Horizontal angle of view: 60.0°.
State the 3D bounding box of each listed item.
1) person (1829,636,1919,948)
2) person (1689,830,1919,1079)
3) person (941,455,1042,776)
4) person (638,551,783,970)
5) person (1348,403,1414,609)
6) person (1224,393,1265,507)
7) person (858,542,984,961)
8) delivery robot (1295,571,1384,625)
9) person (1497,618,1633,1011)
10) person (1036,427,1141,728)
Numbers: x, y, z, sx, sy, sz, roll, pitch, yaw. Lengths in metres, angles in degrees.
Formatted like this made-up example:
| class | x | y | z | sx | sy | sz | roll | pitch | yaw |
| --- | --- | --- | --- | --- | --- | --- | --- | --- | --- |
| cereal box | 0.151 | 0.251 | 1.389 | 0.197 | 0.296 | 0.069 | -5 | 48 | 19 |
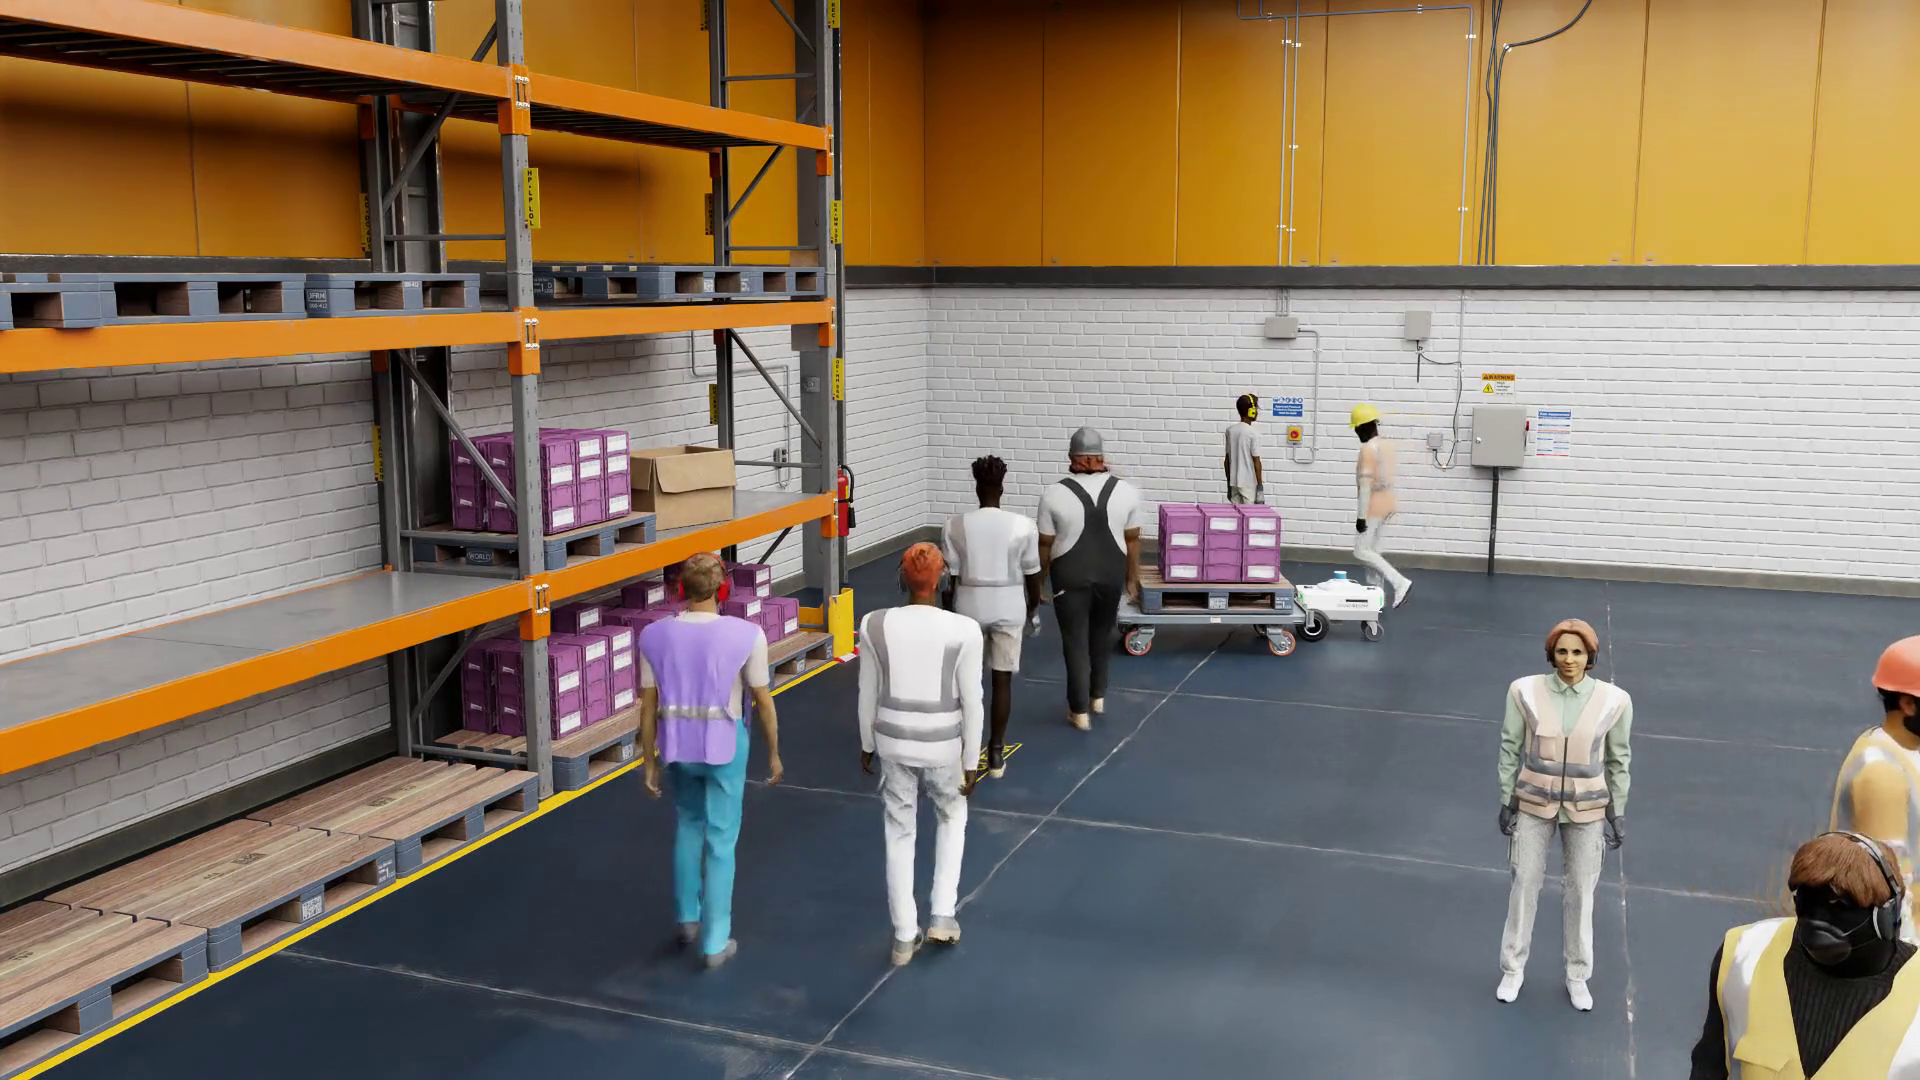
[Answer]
| class | x | y | z | sx | sy | sz | roll | pitch | yaw |
| --- | --- | --- | --- | --- | --- | --- | --- | --- | --- |
| person | 3.082 | 1.250 | 5.328 | 0.927 | 1.891 | 0.562 | 7 | 11 | 37 |
| person | 1.913 | 1.534 | 3.707 | 0.429 | 1.841 | 0.633 | -8 | 12 | -42 |
| person | 0.203 | 0.438 | 10.301 | 0.606 | 1.940 | 0.795 | 1 | 9 | 7 |
| person | -1.096 | 0.958 | 7.395 | 0.592 | 1.824 | 0.612 | 2 | 9 | 11 |
| person | 3.761 | -0.275 | 14.927 | 0.632 | 1.892 | 0.619 | 5 | 10 | 28 |
| person | 2.833 | -0.516 | 16.492 | 0.328 | 1.872 | 0.513 | -6 | 11 | -33 |
| person | -0.176 | 0.933 | 7.425 | 0.592 | 1.862 | 0.510 | 1 | 9 | 8 |
| delivery robot | 3.174 | 0.504 | 13.911 | 0.707 | 0.478 | 0.477 | 1 | 9 | 6 |
| person | 2.492 | 1.127 | 6.891 | 0.514 | 1.642 | 0.314 | 3 | 10 | 19 |
| person | 0.820 | 0.216 | 11.361 | 0.704 | 2.000 | 0.804 | -2 | 9 | -11 |
